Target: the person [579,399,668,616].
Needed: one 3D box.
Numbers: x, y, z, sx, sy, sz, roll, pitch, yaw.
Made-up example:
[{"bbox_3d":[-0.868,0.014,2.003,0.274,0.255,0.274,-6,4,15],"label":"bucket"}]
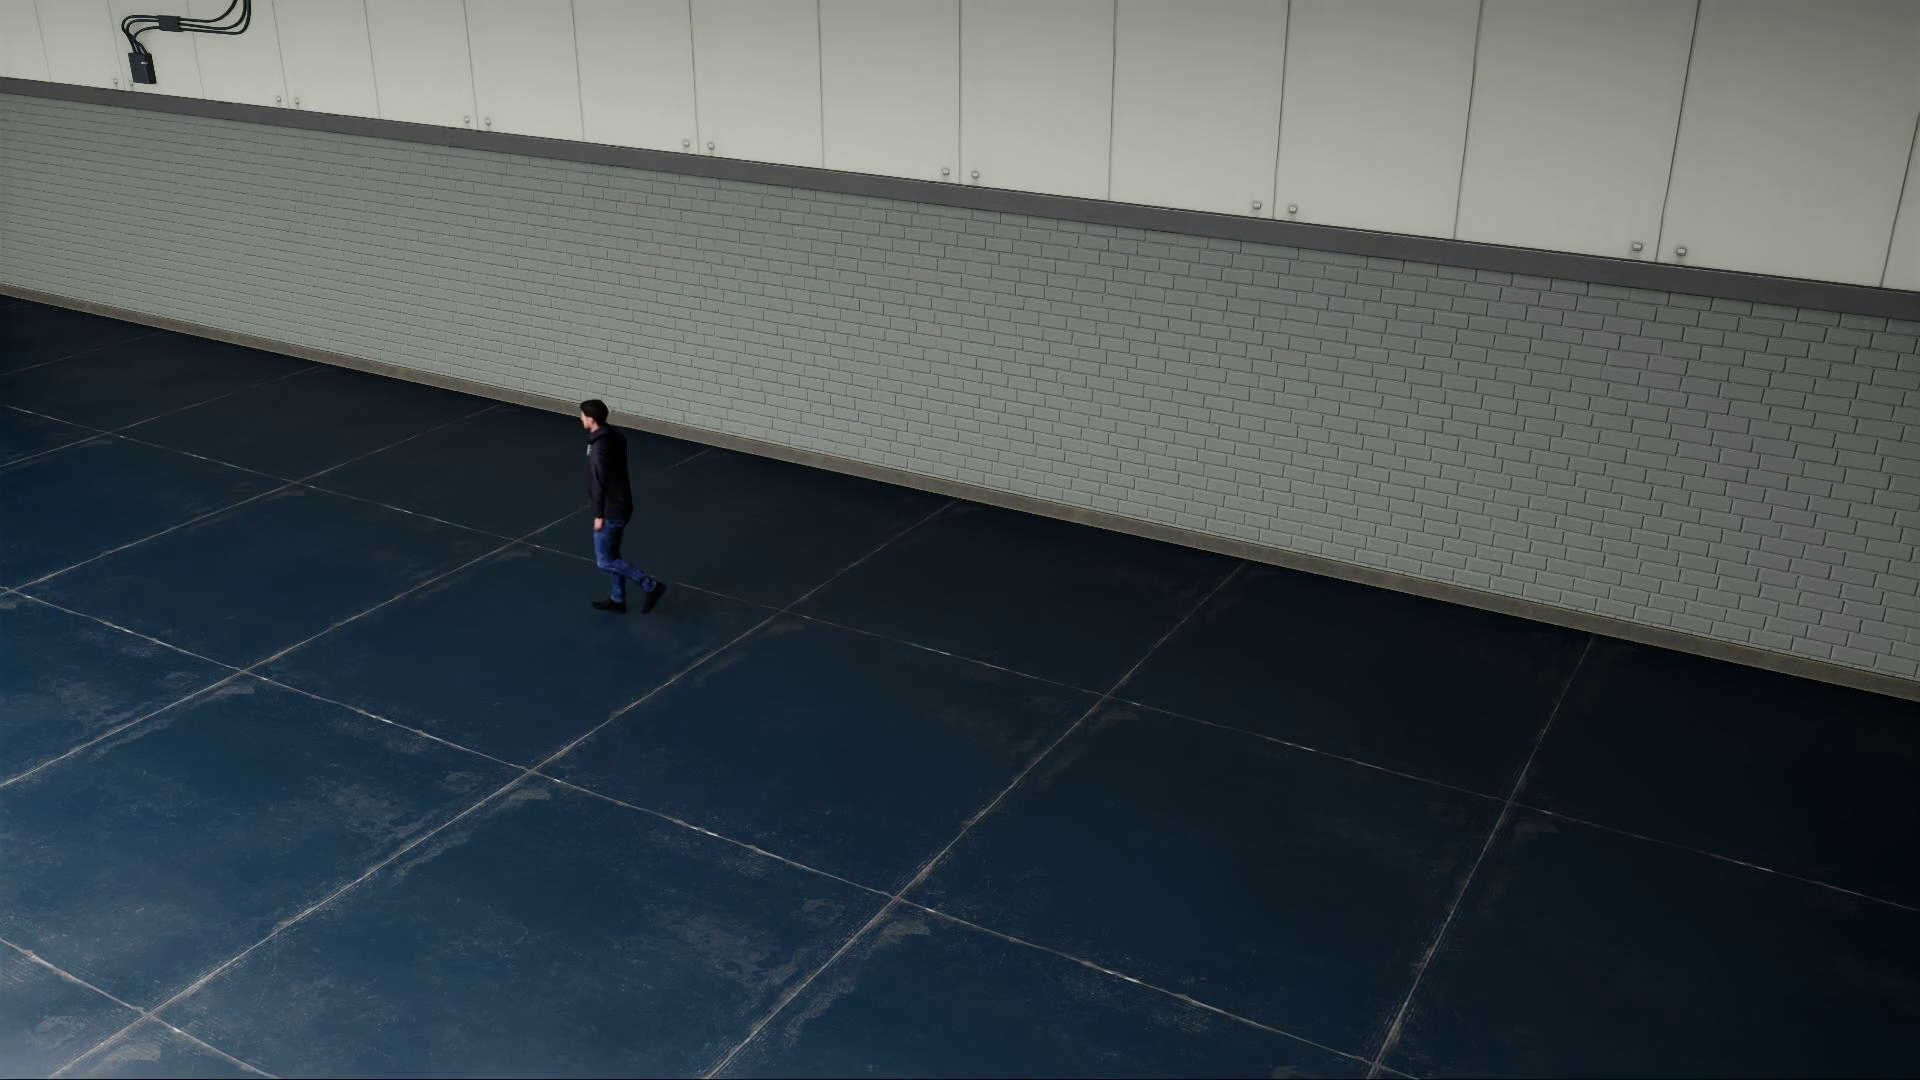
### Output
[{"bbox_3d":[-2.745,-0.225,13.496,0.938,1.871,0.972,3,23,7],"label":"person"}]
